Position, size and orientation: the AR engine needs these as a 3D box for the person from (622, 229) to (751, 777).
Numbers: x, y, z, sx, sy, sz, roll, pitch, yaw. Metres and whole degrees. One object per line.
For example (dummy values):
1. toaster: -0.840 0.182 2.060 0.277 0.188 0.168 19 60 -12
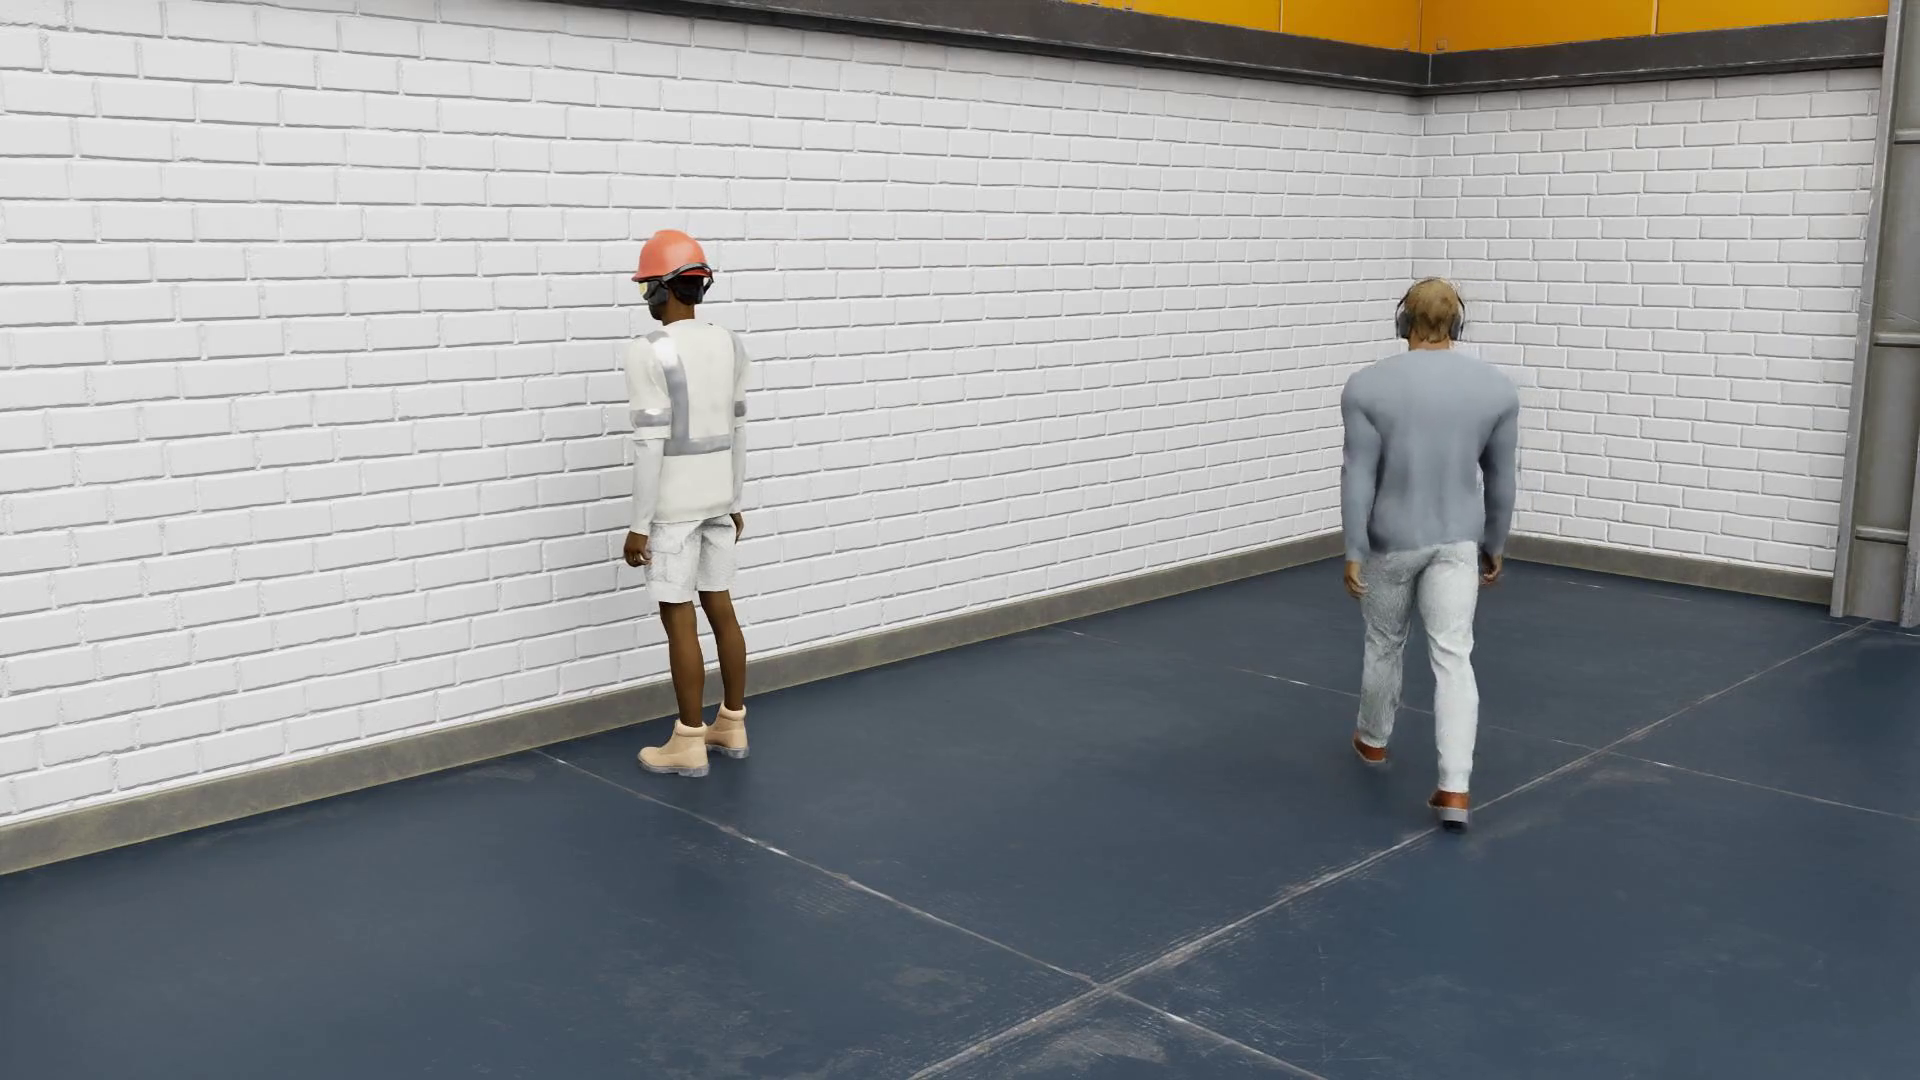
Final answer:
1. person: -1.051 -0.134 6.269 0.391 2.041 0.615 6 12 31

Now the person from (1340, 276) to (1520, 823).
1. person: 1.670 0.011 5.940 0.650 1.887 1.031 0 10 3
